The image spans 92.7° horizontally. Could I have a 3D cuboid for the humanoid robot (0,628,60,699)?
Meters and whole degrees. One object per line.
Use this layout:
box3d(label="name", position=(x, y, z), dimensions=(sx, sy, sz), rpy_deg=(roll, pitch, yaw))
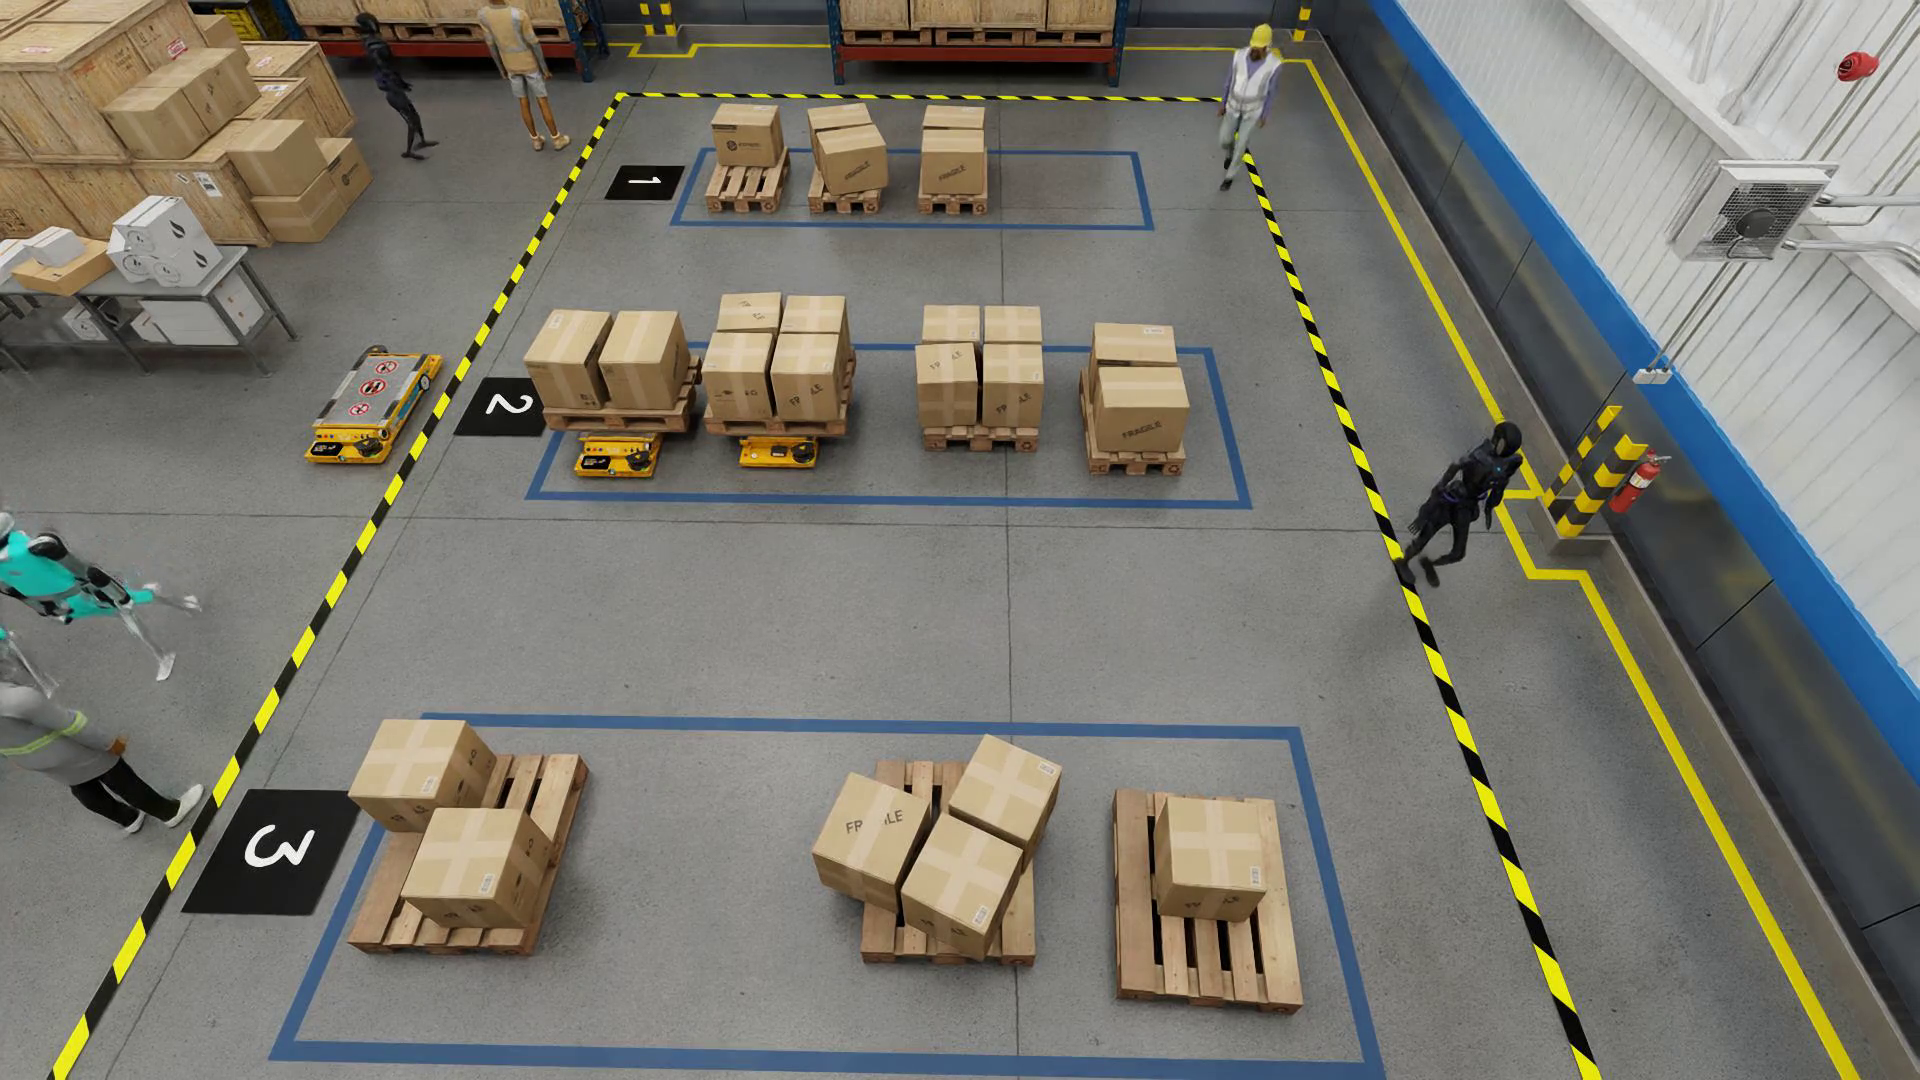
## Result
box3d(label="humanoid robot", position=(-6.750, 0.454, 6.055), dimensions=(0.530, 1.809, 0.792), rpy_deg=(-18, 52, -15))

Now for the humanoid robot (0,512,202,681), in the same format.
box3d(label="humanoid robot", position=(-5.855, 0.245, 6.238), dimensions=(0.557, 1.813, 0.937), rpy_deg=(-12, 51, -10))

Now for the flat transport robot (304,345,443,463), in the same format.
box3d(label="flat transport robot", position=(-5.383, -1.269, 8.441), dimensions=(0.659, 0.231, 1.431), rpy_deg=(1, 50, 1))

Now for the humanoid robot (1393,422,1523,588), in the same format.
box3d(label="humanoid robot", position=(3.595, -0.241, 6.644), dimensions=(0.593, 1.646, 0.378), rpy_deg=(-7, 50, -6))

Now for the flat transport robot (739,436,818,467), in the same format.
box3d(label="flat transport robot", position=(-1.582, -1.235, 8.394), dimensions=(0.652, 0.197, 1.431), rpy_deg=(1, 50, 1))

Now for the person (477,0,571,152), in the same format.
box3d(label="person", position=(-5.280, -5.729, 11.051), dimensions=(0.613, 2.047, 0.356), rpy_deg=(0, 50, 0))

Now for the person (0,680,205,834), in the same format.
box3d(label="person", position=(-5.243, 1.170, 5.340), dimensions=(0.597, 1.850, 0.396), rpy_deg=(-4, 50, -3))

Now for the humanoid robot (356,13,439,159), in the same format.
box3d(label="humanoid robot", position=(-6.872, -5.480, 11.087), dimensions=(0.419, 1.636, 0.583), rpy_deg=(-15, 51, -12))

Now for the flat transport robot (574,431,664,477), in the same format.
box3d(label="flat transport robot", position=(-2.985, -1.151, 8.323), dimensions=(0.652, 0.197, 1.431), rpy_deg=(1, 50, 1))

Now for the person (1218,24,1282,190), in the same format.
box3d(label="person", position=(3.295, -4.995, 10.575), dimensions=(0.611, 1.818, 0.496), rpy_deg=(24, 54, 19))
